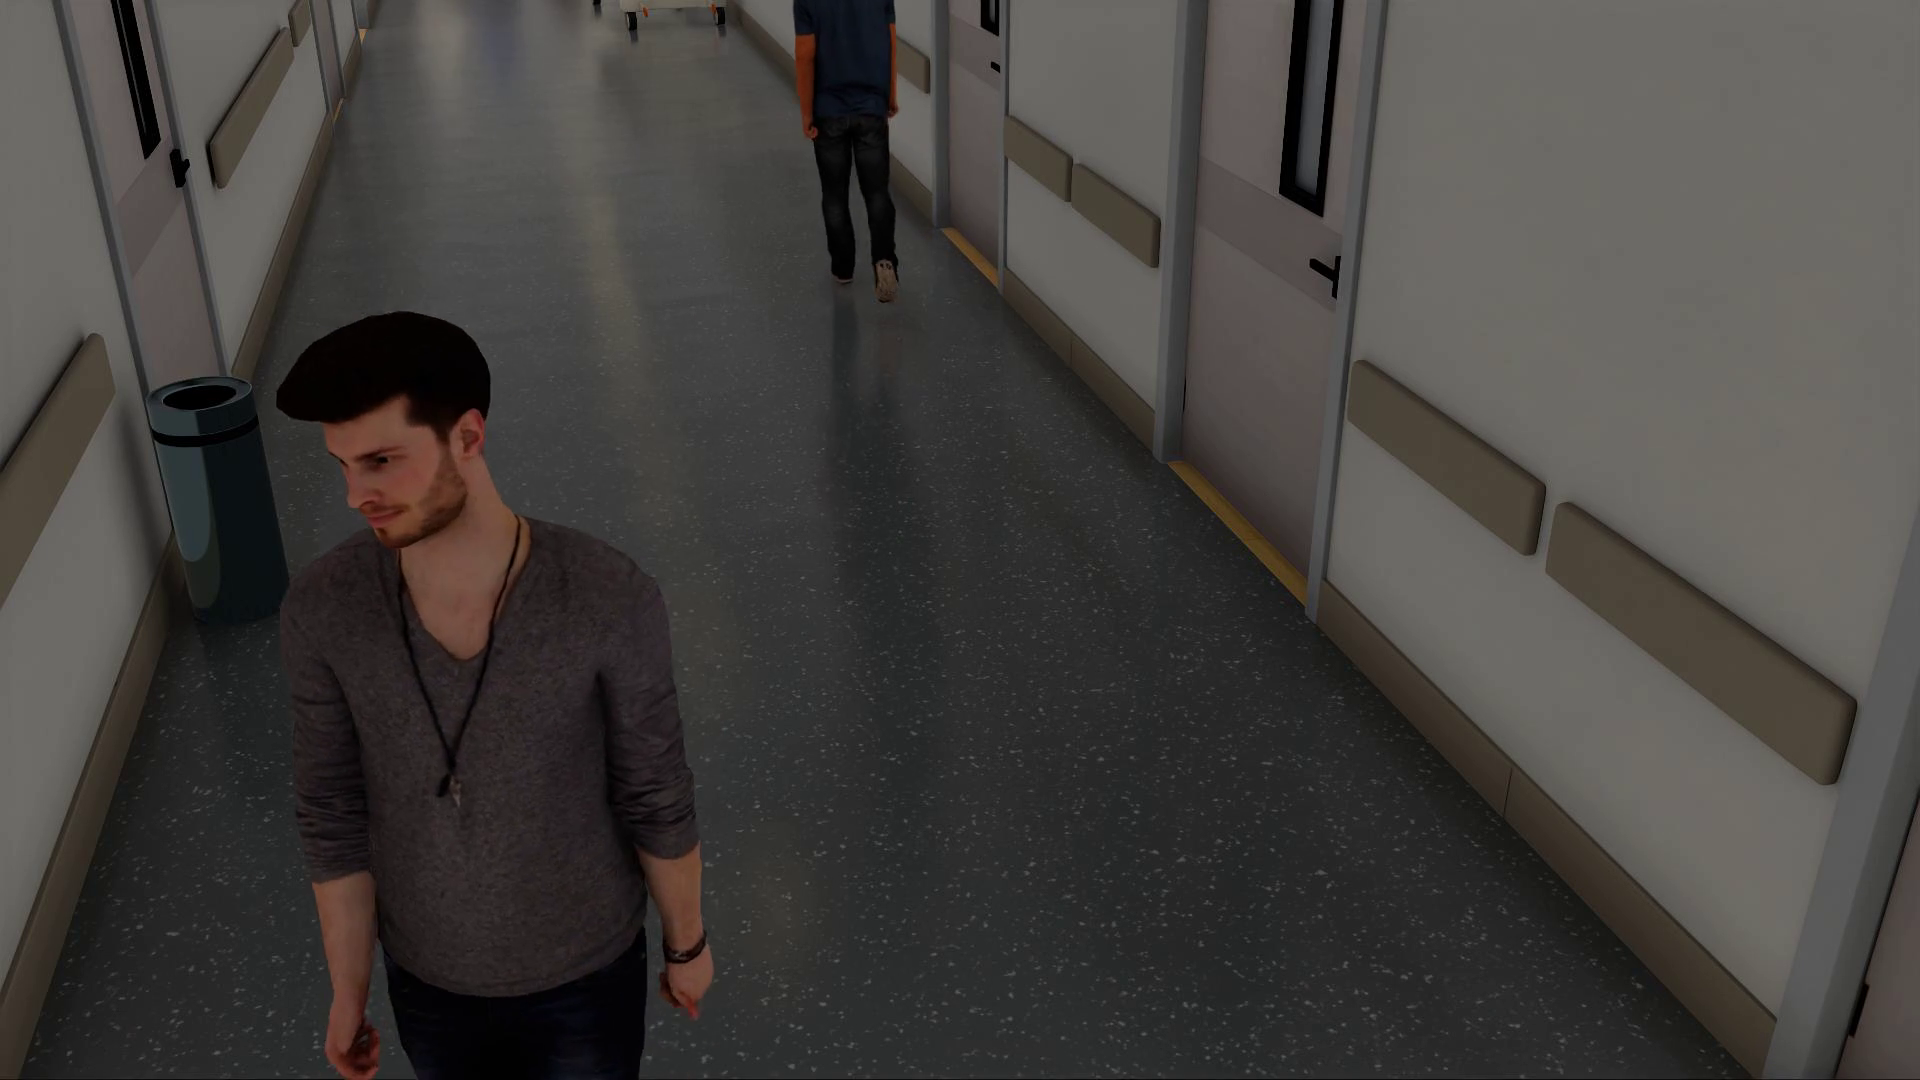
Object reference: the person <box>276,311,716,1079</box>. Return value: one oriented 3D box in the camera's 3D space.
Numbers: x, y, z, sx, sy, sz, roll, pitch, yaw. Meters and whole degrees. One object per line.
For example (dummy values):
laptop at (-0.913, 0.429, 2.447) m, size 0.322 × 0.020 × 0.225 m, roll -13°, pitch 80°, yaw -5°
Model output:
person at (-0.633, 0.547, 2.455) m, size 1.185 × 1.867 × 0.982 m, roll 1°, pitch 26°, yaw 2°

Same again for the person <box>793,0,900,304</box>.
person at (-0.489, -1.998, 7.824) m, size 0.998 × 1.787 × 0.733 m, roll -6°, pitch 26°, yaw -12°
